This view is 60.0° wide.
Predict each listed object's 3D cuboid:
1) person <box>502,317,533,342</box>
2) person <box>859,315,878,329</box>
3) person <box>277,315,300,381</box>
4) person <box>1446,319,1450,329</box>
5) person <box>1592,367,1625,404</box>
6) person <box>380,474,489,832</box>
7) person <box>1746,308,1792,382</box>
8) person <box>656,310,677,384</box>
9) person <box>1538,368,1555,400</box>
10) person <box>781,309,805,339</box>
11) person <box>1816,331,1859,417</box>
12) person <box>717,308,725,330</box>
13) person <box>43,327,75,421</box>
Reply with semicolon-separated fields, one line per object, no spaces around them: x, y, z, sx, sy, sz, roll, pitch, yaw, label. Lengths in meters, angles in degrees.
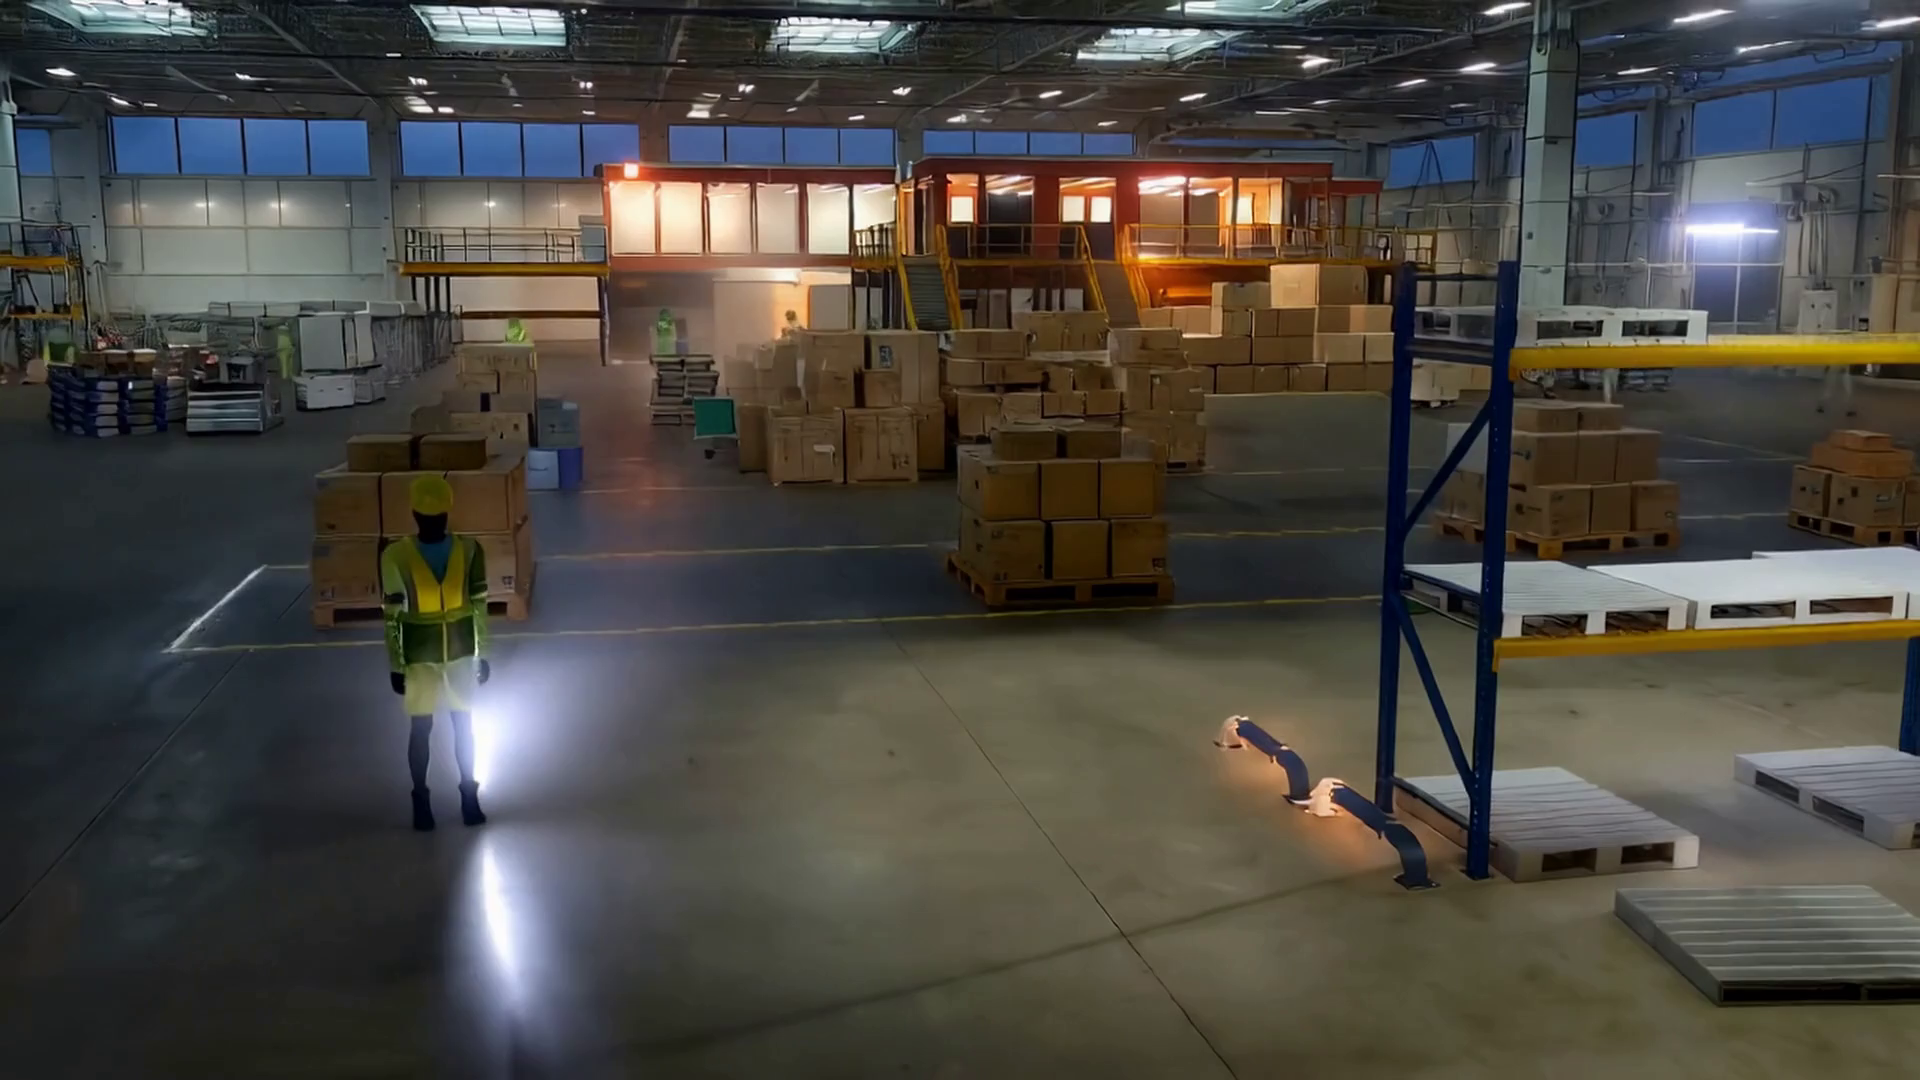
-9.040;-3.592;34.073;0.677;2.000;0.945;0;9;3;person
-2.102;-4.225;38.347;0.692;1.903;0.479;1;9;8;person
-17.658;-5.030;43.769;0.527;1.740;0.771;-5;11;-30;person
13.552;-5.459;45.729;0.405;1.946;0.610;-4;10;-24;person
13.503;-3.589;34.702;0.661;1.824;0.595;9;13;43;person
-2.777;0.603;8.866;0.539;1.929;0.399;-5;11;-29;person
21.304;-5.124;43.762;1.072;1.943;0.609;2;10;15;person
-7.505;-4.911;42.452;0.593;1.928;0.362;4;10;23;person
11.828;-3.336;33.556;0.318;1.697;0.533;2;10;12;person
-3.932;-4.393;38.979;0.605;2.034;0.387;-6;11;-33;person
17.826;-3.370;33.713;0.522;1.720;0.945;-3;10;-15;person
-9.038;-8.246;62.955;0.943;1.863;0.647;4;10;21;person
-17.639;-3.243;32.570;0.606;1.829;0.969;-2;9;-9;person
